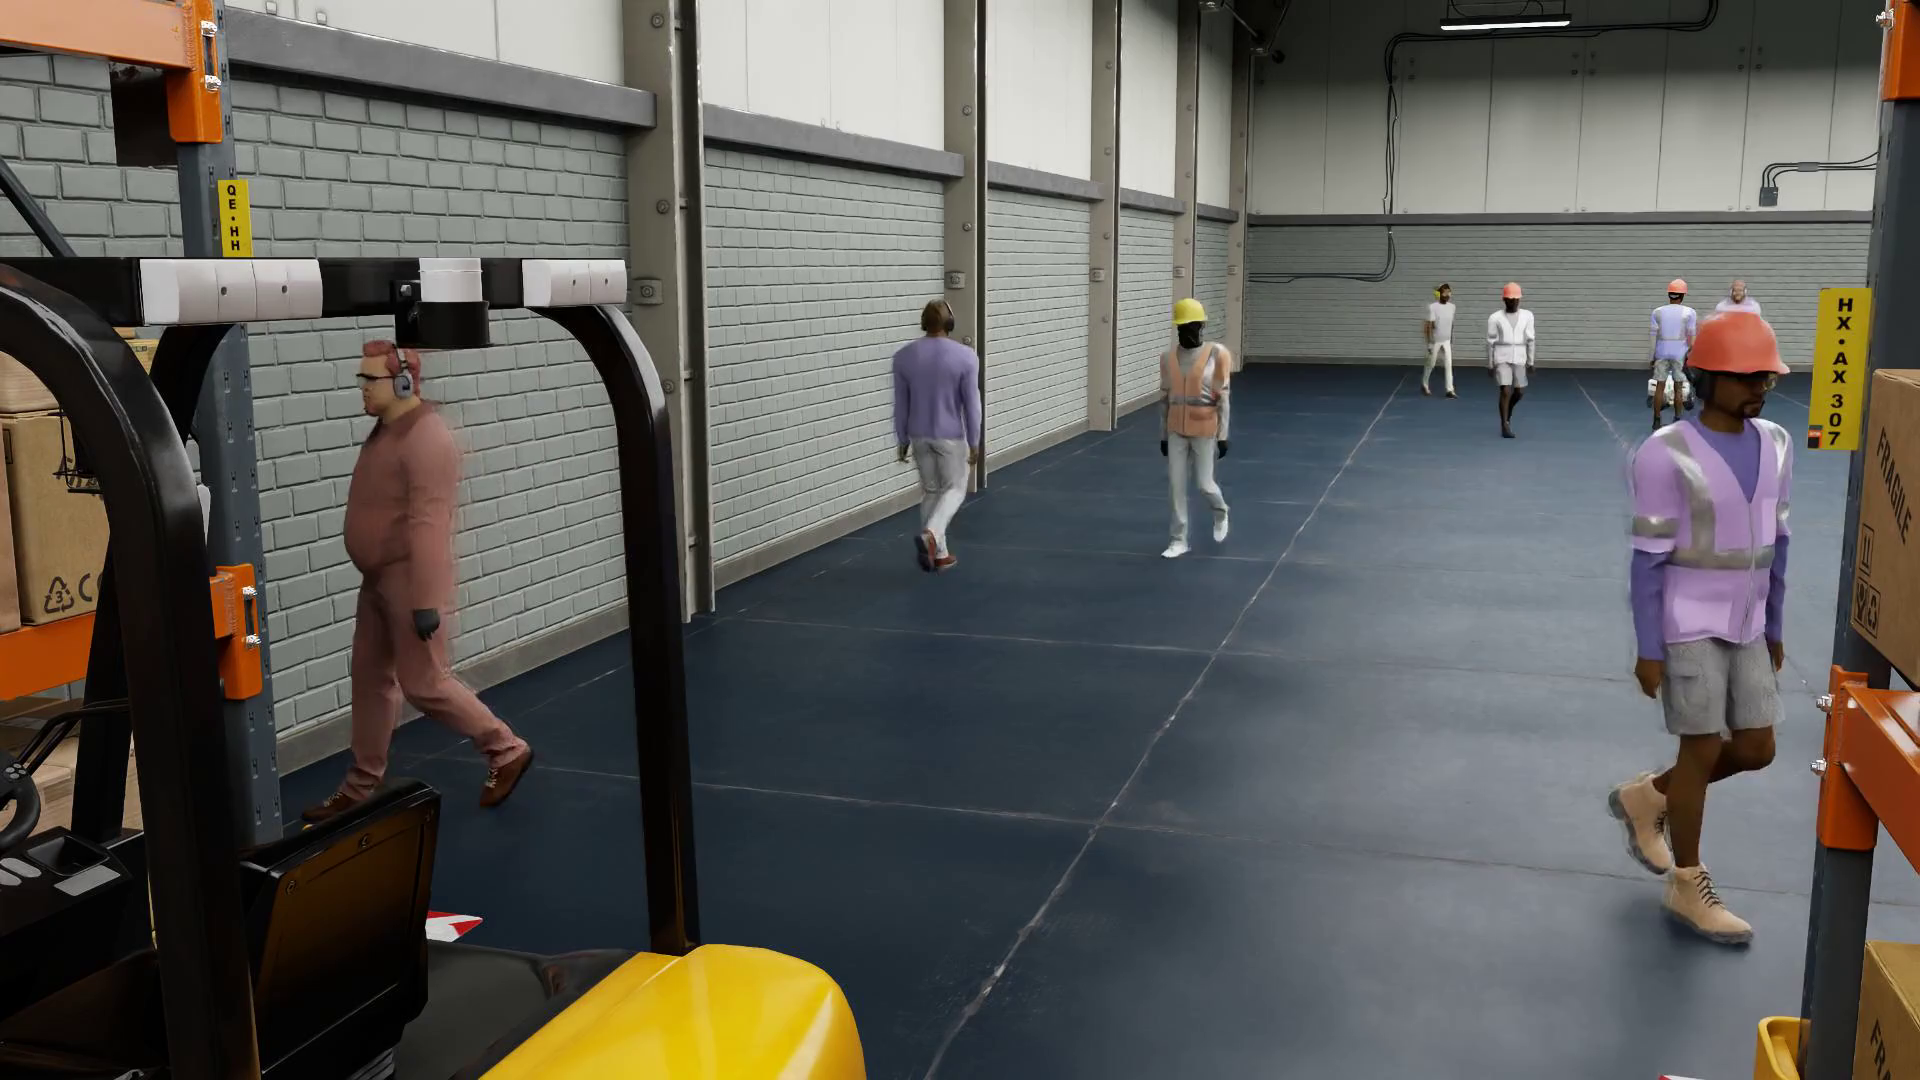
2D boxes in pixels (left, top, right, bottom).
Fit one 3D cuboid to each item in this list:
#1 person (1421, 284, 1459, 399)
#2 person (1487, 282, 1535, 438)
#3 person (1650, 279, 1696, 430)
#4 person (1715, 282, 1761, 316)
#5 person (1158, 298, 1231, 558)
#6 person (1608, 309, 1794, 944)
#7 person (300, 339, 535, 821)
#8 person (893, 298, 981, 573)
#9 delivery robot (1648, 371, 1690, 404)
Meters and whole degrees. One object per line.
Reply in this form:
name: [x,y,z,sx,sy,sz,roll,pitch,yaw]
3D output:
person: [7.650,-3.177,26.542,0.541,1.825,0.992,-2,10,-14]
person: [6.811,-2.237,20.638,0.566,1.920,0.729,1,10,5]
person: [9.150,-2.371,21.365,0.550,1.937,0.357,6,11,33]
person: [11.793,-2.985,25.284,0.668,1.848,1.035,4,10,24]
person: [1.757,-0.831,12.297,0.601,1.906,0.659,7,12,35]
person: [2.408,0.262,5.427,0.625,2.023,0.586,-4,10,-22]
person: [-2.144,0.156,6.491,0.761,1.892,0.663,-6,11,-34]
person: [-0.173,-0.697,11.451,0.641,1.922,0.712,4,10,21]
delivery robot: [10.391,-2.235,24.387,0.477,0.478,0.707,0,10,-1]
